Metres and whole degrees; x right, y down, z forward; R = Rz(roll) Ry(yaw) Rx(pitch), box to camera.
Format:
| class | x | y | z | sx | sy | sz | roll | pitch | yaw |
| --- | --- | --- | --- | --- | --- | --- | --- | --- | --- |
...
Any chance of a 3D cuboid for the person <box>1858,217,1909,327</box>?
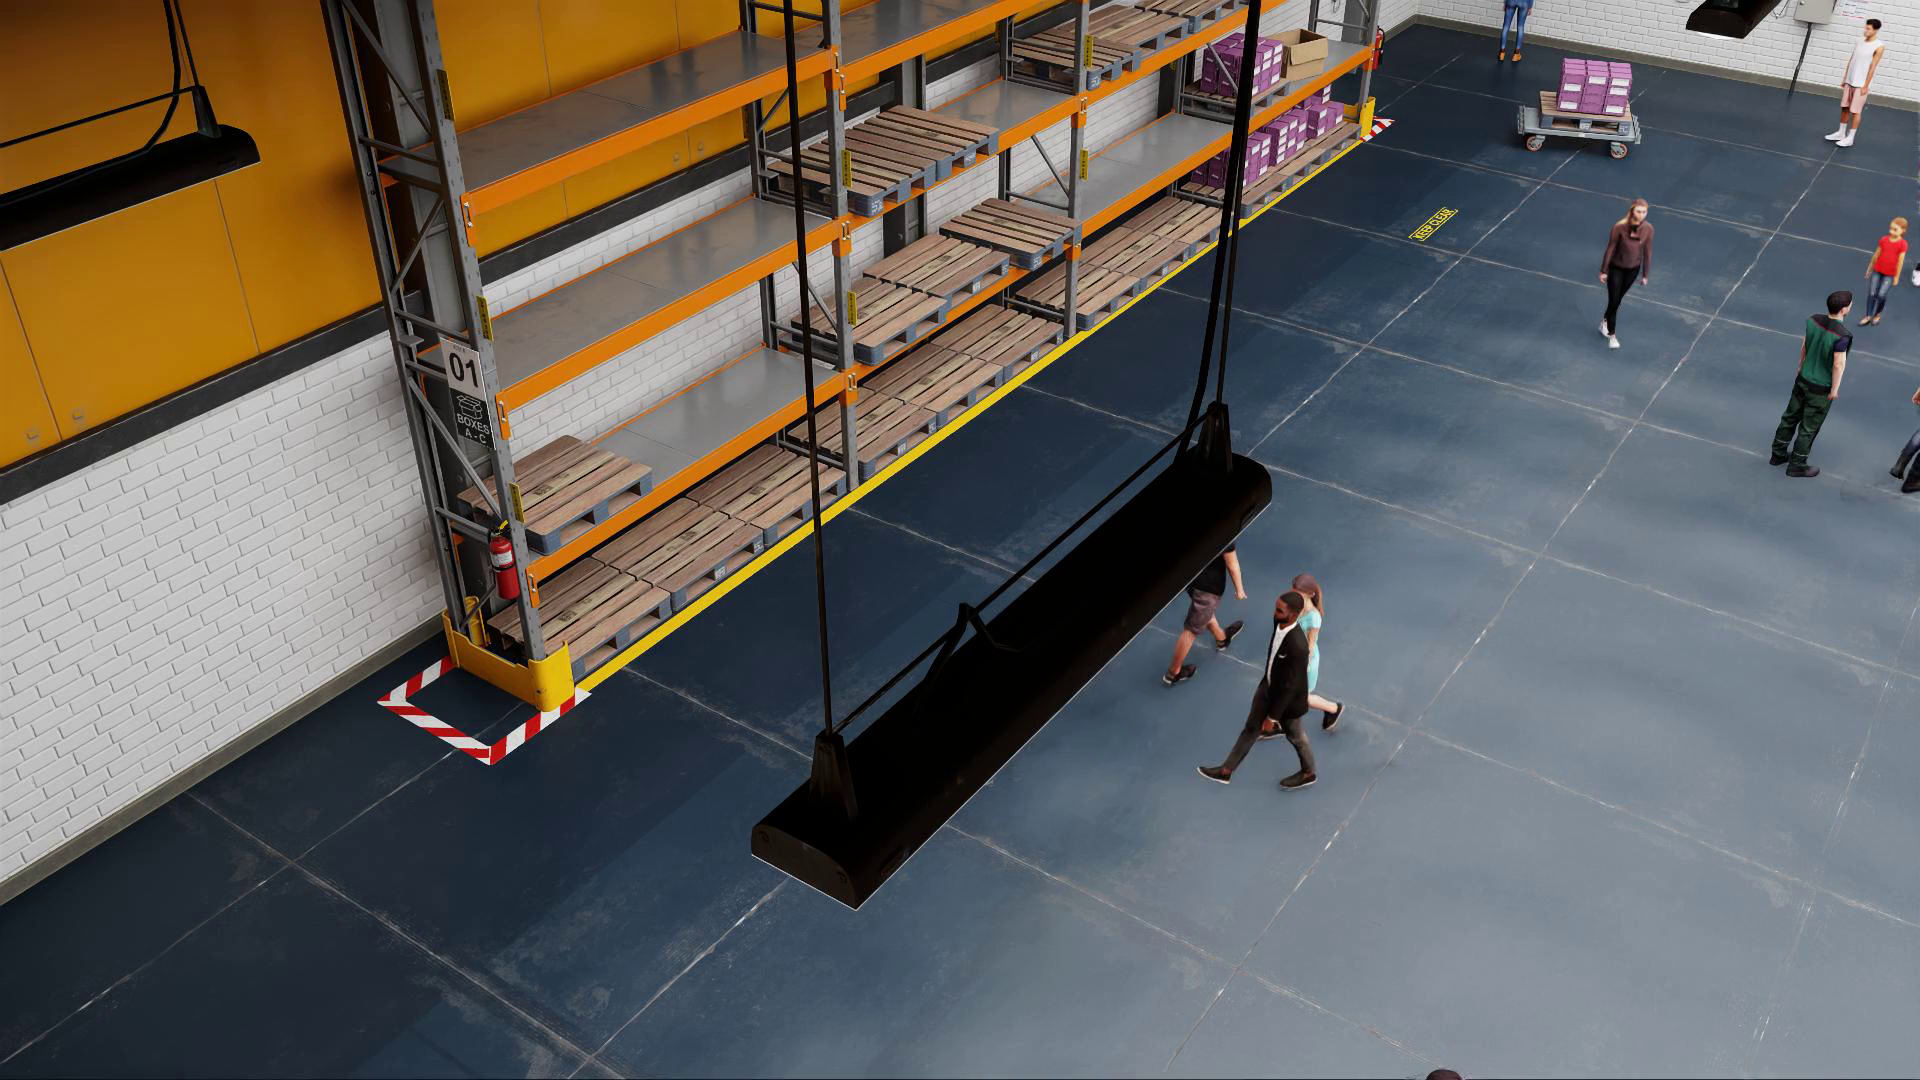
| class | x | y | z | sx | sy | sz | roll | pitch | yaw |
| --- | --- | --- | --- | --- | --- | --- | --- | --- | --- |
| person | 10.455 | -3.023 | 18.740 | 0.591 | 1.297 | 0.562 | -22 | 40 | -30 |

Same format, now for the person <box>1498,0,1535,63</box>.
| class | x | y | z | sx | sy | sz | roll | pitch | yaw |
| --- | --- | --- | --- | --- | --- | --- | --- | --- | --- |
| person | 8.962 | -8.586 | 26.735 | 0.651 | 1.712 | 0.586 | 13 | 36 | 19 |

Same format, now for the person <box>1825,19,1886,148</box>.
| class | x | y | z | sx | sy | sz | roll | pitch | yaw |
| --- | --- | --- | --- | --- | --- | --- | --- | --- | --- |
| person | 12.715 | -6.477 | 23.498 | 0.778 | 1.783 | 0.733 | -9 | 35 | -13 |

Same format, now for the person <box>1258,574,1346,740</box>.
| class | x | y | z | sx | sy | sz | roll | pitch | yaw |
| --- | --- | --- | --- | --- | --- | --- | --- | --- | --- |
| person | 2.638 | 0.889 | 12.632 | 0.980 | 1.544 | 0.850 | -12 | 35 | -18 |

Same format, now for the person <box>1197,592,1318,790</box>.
| class | x | y | z | sx | sy | sz | roll | pitch | yaw |
| --- | --- | --- | --- | --- | --- | --- | --- | --- | --- |
| person | 2.432 | 1.132 | 12.071 | 1.213 | 1.759 | 1.135 | -6 | 34 | -9 |

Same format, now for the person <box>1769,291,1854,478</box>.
| class | x | y | z | sx | sy | sz | roll | pitch | yaw |
| --- | --- | --- | --- | --- | --- | --- | --- | --- | --- |
| person | 8.197 | -1.515 | 15.925 | 0.792 | 1.901 | 0.756 | -9 | 35 | -13 |

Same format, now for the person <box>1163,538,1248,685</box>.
| class | x | y | z | sx | sy | sz | roll | pitch | yaw |
| --- | --- | --- | --- | --- | --- | --- | --- | --- | --- |
| person | 1.861 | 0.365 | 13.171 | 1.247 | 1.820 | 0.958 | -22 | 39 | -29 |

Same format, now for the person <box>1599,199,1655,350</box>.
| class | x | y | z | sx | sy | sz | roll | pitch | yaw |
| --- | --- | --- | --- | --- | --- | --- | --- | --- | --- |
| person | 7.296 | -2.993 | 18.355 | 0.976 | 1.674 | 1.112 | 0 | 34 | 0 |
